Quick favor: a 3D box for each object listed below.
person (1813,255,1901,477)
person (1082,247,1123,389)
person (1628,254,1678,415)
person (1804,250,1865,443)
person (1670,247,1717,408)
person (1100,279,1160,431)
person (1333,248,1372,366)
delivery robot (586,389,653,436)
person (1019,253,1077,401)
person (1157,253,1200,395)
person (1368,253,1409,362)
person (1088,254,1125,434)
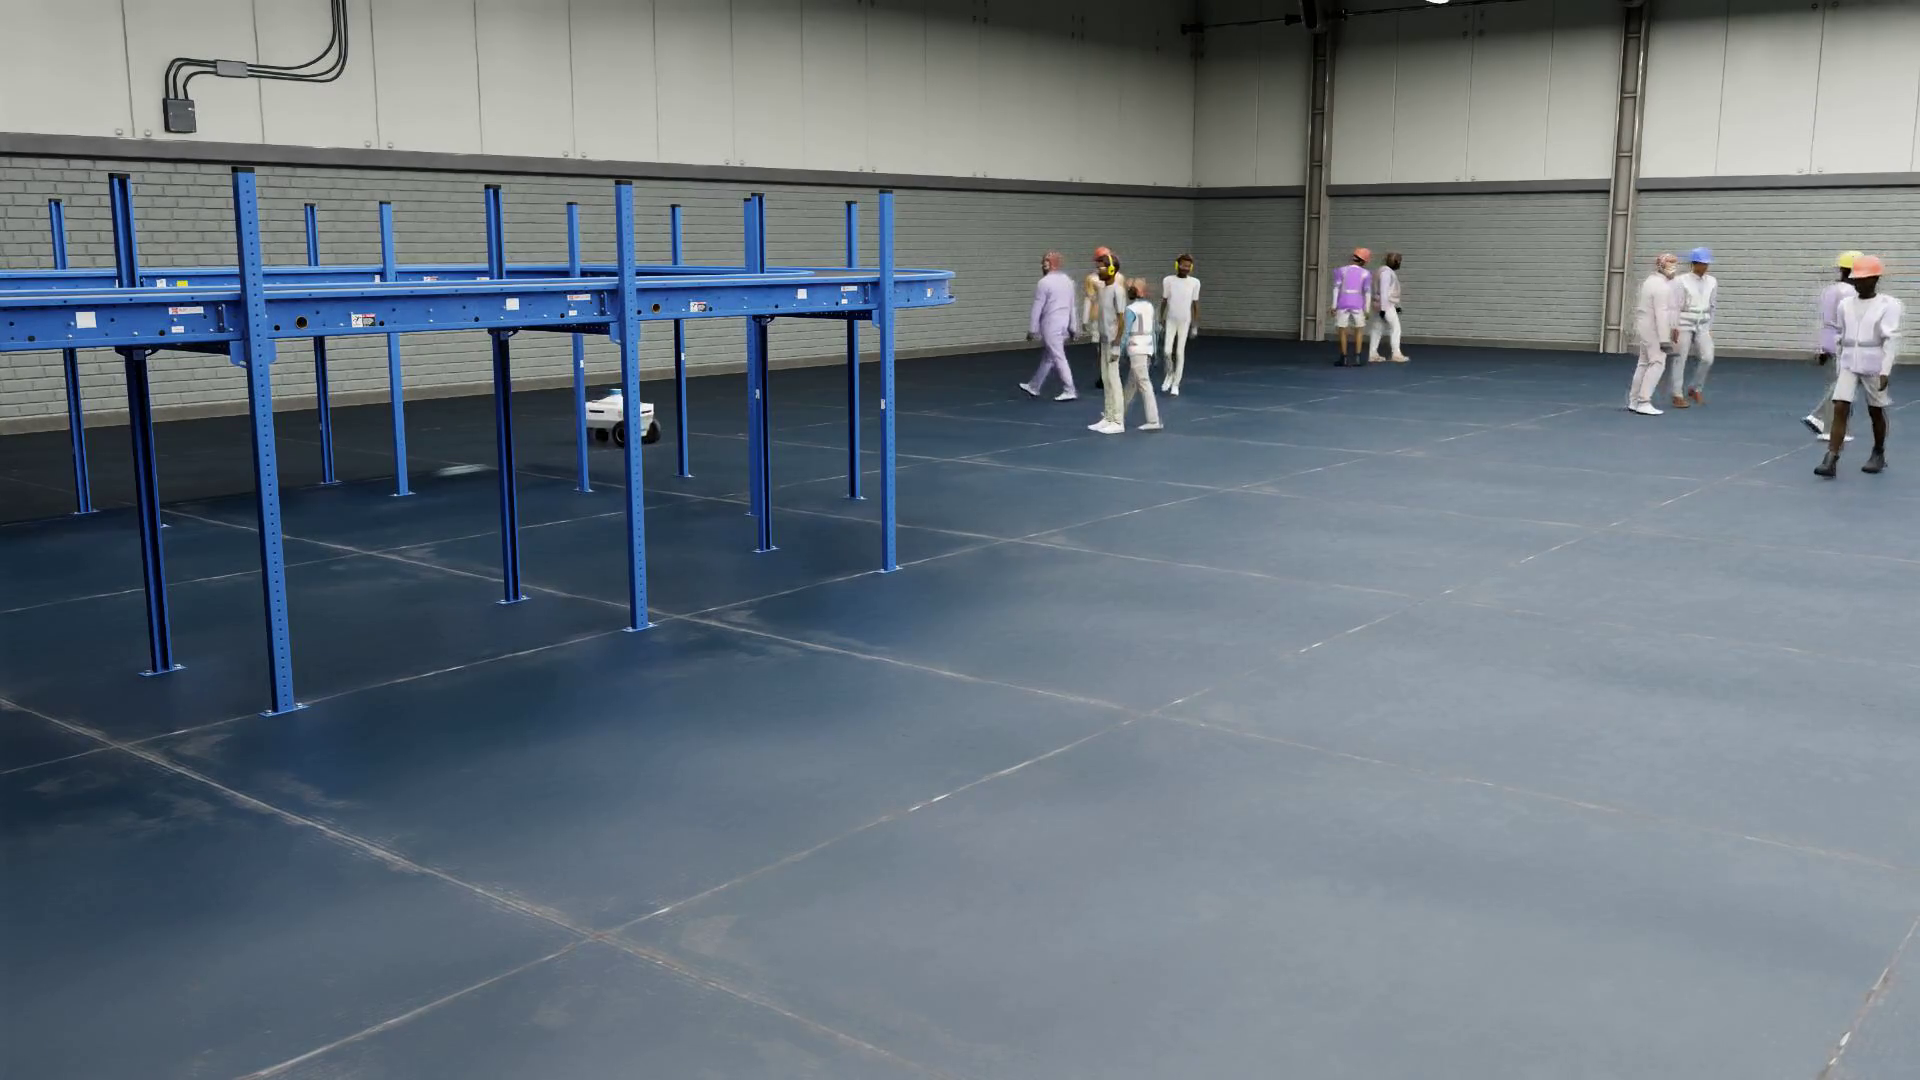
[{"bbox_3d":[7.774,-1.491,14.297,0.996,1.888,0.563,-8,13,-36],"label":"person"},{"bbox_3d":[1.953,-3.054,22.844,0.581,1.922,0.445,-4,11,-19],"label":"person"},{"bbox_3d":[8.122,-2.404,19.437,0.407,1.860,0.843,1,10,8],"label":"person"},{"bbox_3d":[8.865,-1.932,16.661,0.409,1.912,0.596,2,10,11],"label":"person"},{"bbox_3d":[8.849,-2.559,20.095,0.632,1.931,0.467,-2,10,-8],"label":"person"},{"bbox_3d":[1.818,-1.977,17.752,0.850,1.594,0.536,7,12,34],"label":"person"},{"bbox_3d":[6.321,-3.733,26.745,0.650,1.888,0.398,3,11,14],"label":"person"},{"bbox_3d":[-3.416,-1.260,16.557,0.707,0.478,0.477,5,11,24],"label":"delivery robot"},{"bbox_3d":[1.125,-2.701,21.095,1.033,1.848,0.667,8,13,38],"label":"person"},{"bbox_3d":[2.854,-2.821,21.762,0.549,1.846,0.393,1,10,7],"label":"person"},{"bbox_3d":[7.174,-3.855,27.601,0.780,1.799,0.647,2,10,10],"label":"person"},{"bbox_3d":[1.571,-2.067,17.531,0.310,1.868,0.533,-3,11,-14],"label":"person"}]
